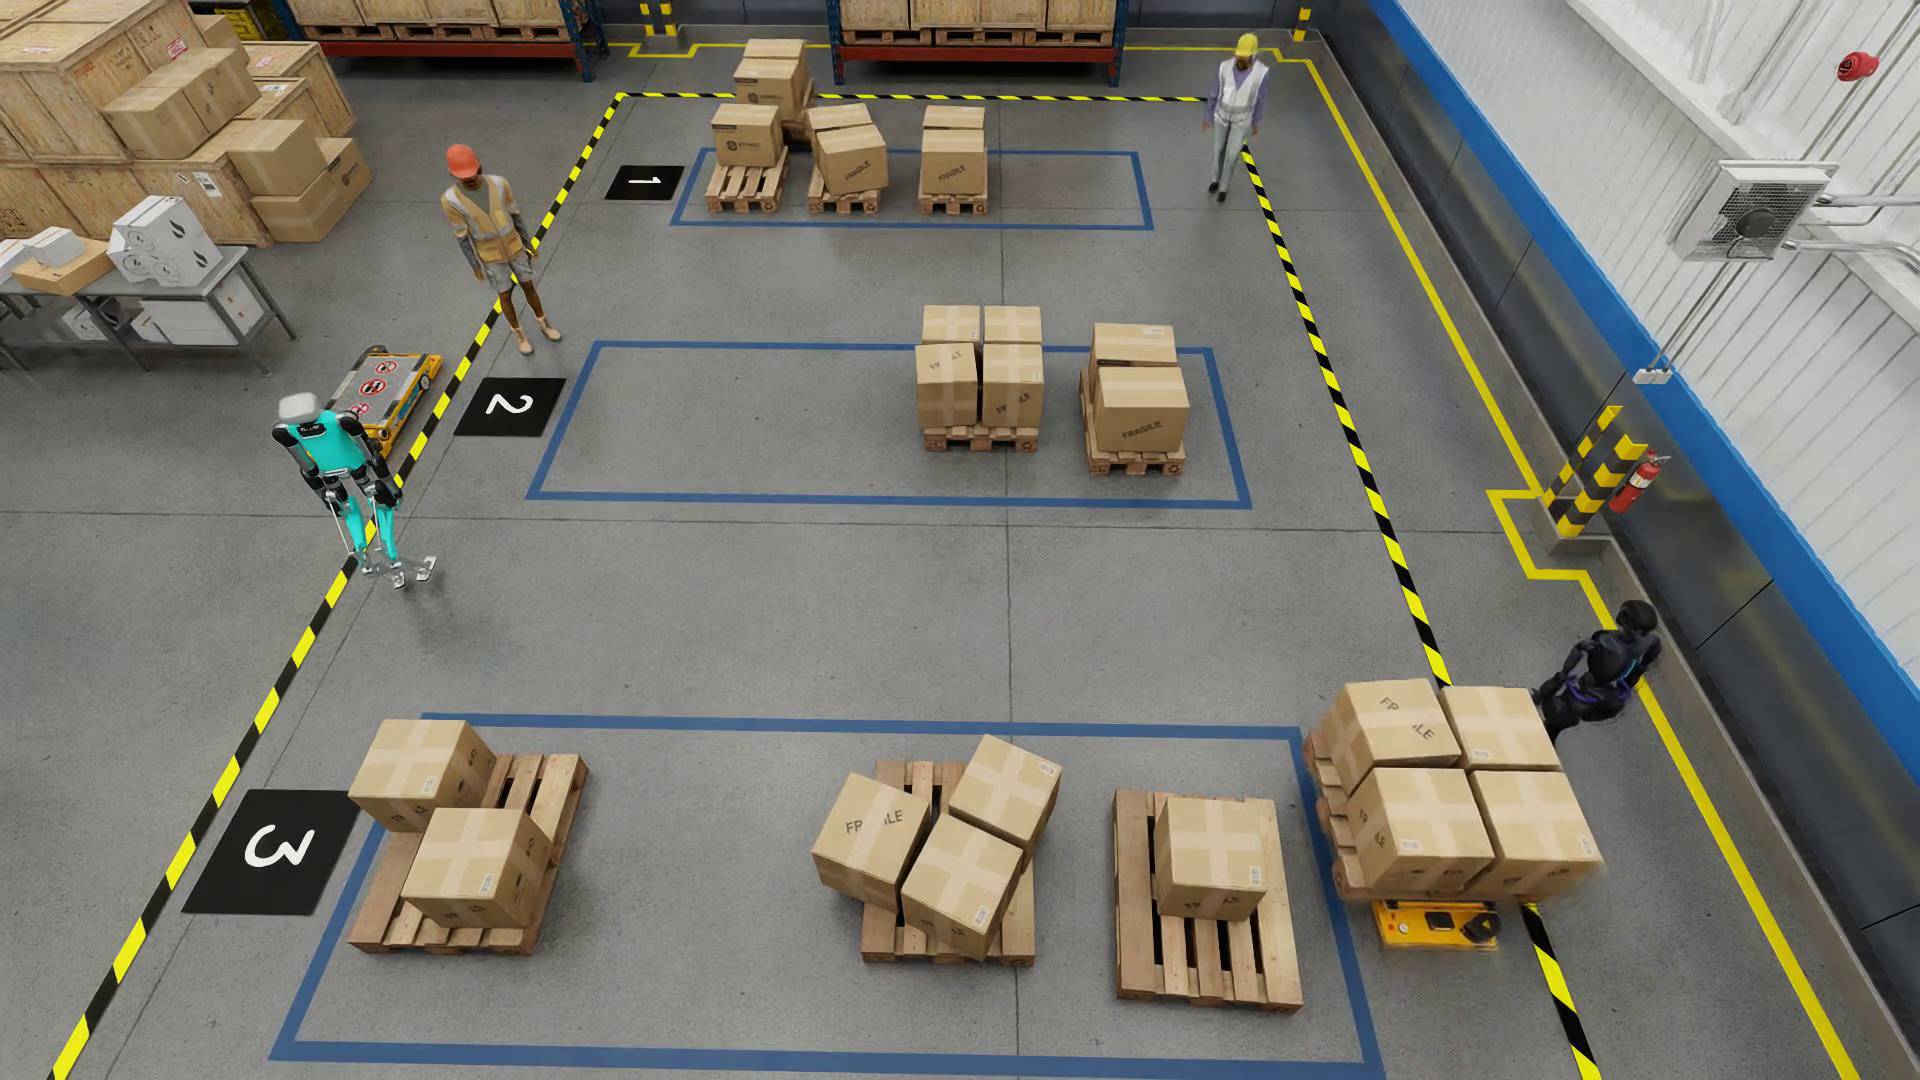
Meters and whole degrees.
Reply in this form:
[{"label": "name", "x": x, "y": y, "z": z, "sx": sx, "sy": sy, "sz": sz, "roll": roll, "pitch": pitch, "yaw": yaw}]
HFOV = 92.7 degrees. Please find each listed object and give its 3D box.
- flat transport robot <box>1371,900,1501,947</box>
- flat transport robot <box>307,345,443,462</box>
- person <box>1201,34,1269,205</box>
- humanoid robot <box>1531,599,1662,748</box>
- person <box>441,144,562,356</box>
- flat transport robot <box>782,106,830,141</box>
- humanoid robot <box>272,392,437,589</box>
[{"label": "flat transport robot", "x": 2.846, "y": 1.804, "z": 5.822, "sx": 0.652, "sy": 0.197, "sz": 1.431, "roll": 1, "pitch": 50, "yaw": 1}, {"label": "flat transport robot", "x": -5.383, "y": -1.269, "z": 8.441, "sx": 0.659, "sy": 0.231, "sz": 1.431, "roll": 1, "pitch": 50, "yaw": 1}, {"label": "person", "x": 3.040, "y": -4.716, "z": 10.343, "sx": 0.628, "sy": 1.809, "sz": 0.664, "roll": 20, "pitch": 53, "yaw": 16}, {"label": "humanoid robot", "x": 3.833, "y": 0.953, "z": 5.646, "sx": 0.609, "sy": 1.640, "sz": 0.531, "roll": -3, "pitch": 50, "yaw": -3}, {"label": "person", "x": -4.221, "y": -2.650, "z": 8.449, "sx": 0.615, "sy": 2.040, "sz": 0.370, "roll": -35, "pitch": 58, "yaw": -26}, {"label": "flat transport robot", "x": -2.297, "y": -5.431, "z": 11.944, "sx": 1.431, "sy": 0.197, "sz": 0.652, "roll": 1, "pitch": 50, "yaw": 1}, {"label": "humanoid robot", "x": -4.282, "y": -0.205, "z": 6.488, "sx": 0.533, "sy": 1.681, "sz": 0.735, "roll": -11, "pitch": 51, "yaw": -9}]
